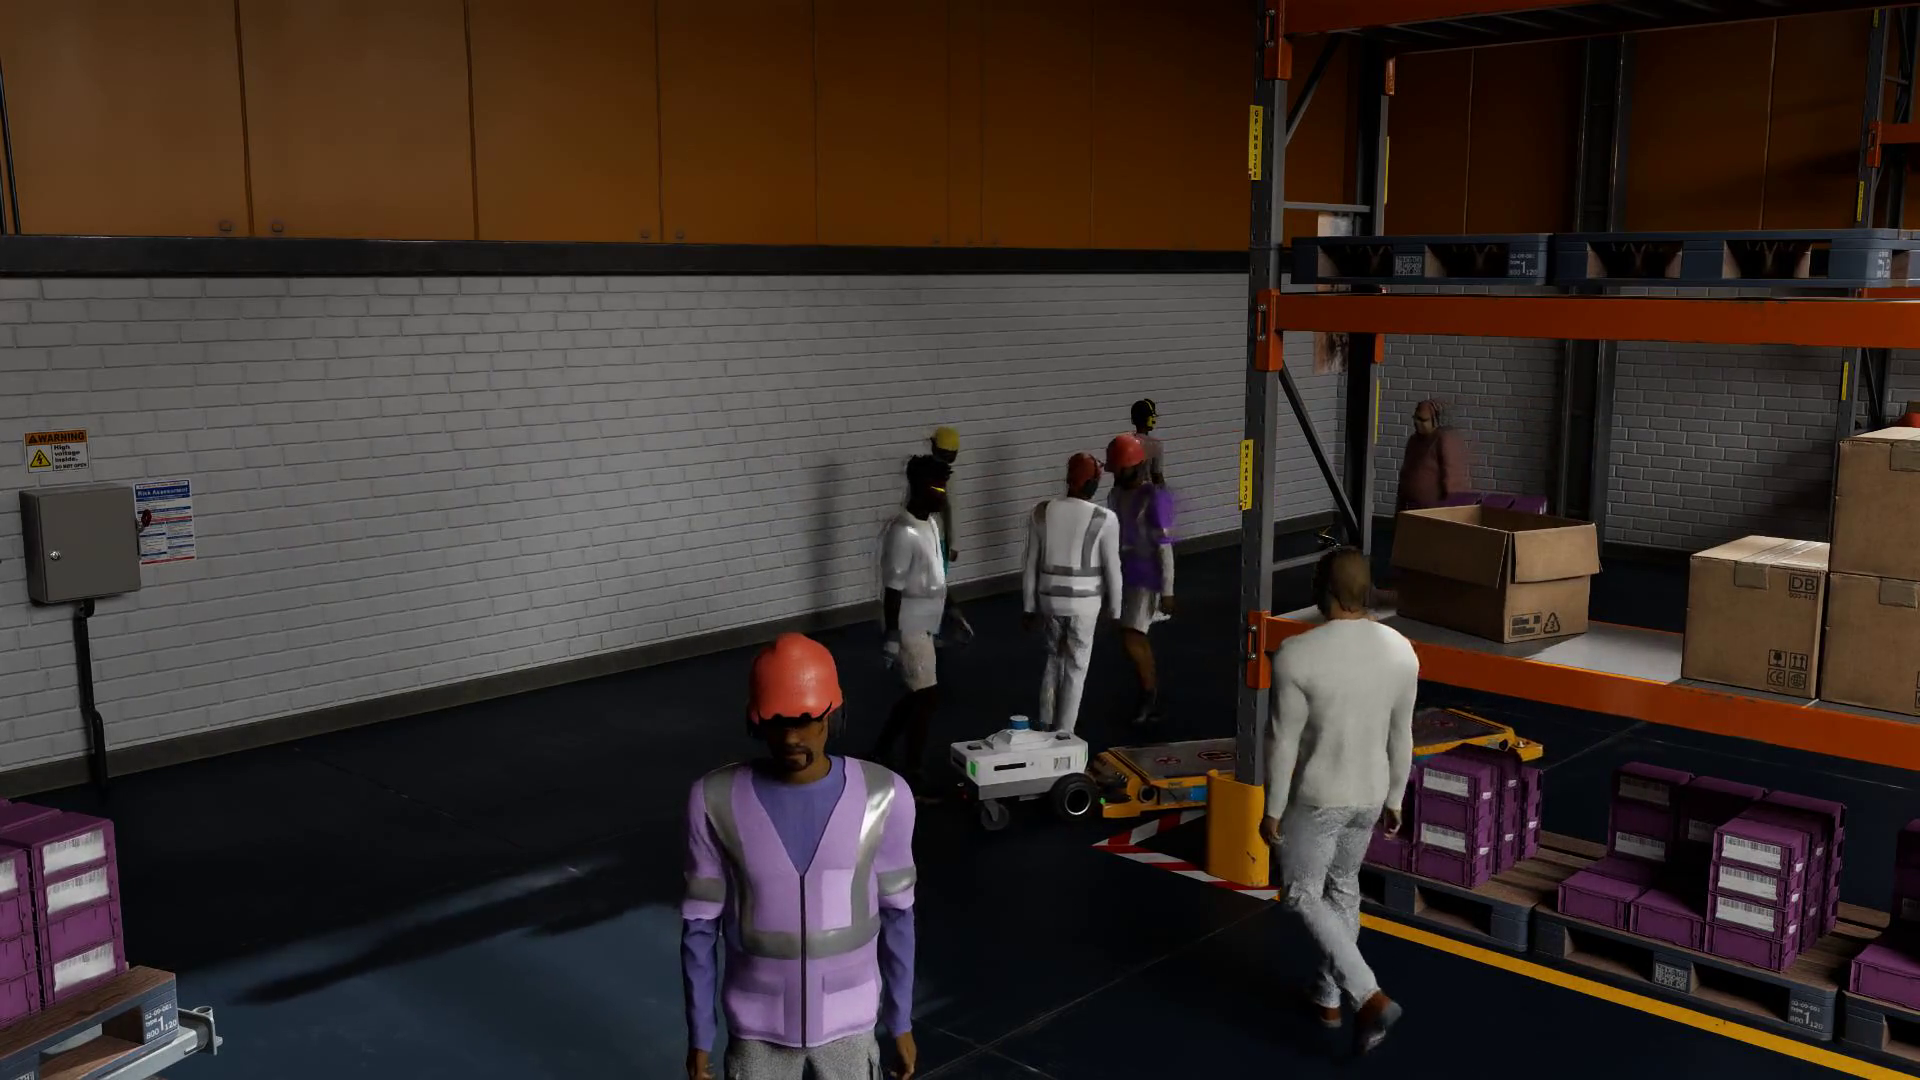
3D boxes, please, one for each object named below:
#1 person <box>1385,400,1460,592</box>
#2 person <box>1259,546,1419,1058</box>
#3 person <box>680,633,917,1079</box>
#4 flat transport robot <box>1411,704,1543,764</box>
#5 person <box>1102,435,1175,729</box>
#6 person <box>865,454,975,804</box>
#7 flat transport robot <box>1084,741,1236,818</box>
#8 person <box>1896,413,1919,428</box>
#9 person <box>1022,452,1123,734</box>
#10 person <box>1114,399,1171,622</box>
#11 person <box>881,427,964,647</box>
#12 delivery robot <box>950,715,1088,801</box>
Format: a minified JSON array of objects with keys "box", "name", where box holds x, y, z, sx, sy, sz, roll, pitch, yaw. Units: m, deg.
[{"box":[3.954,-0.282,14.258,1.055,1.840,0.668,-2,10,-14],"name":"person"},{"box":[1.453,0.987,6.224,0.629,1.924,0.710,-4,10,-24],"name":"person"},{"box":[-0.410,1.238,4.318,0.614,2.040,0.391,-1,9,-7],"name":"person"},{"box":[2.701,1.212,9.895,1.431,0.197,0.652,-5,10,-26],"name":"flat transport robot"},{"box":[1.123,0.271,10.649,0.497,1.903,0.598,-5,11,-30],"name":"person"},{"box":[-0.279,0.475,9.317,0.642,1.929,0.626,2,9,12],"name":"person"},{"box":[1.361,1.308,9.304,1.431,0.197,0.652,-2,10,-15],"name":"flat transport robot"},{"box":[6.328,0.151,11.123,0.608,1.996,0.382,-5,10,-27],"name":"person"},{"box":[0.685,0.398,9.987,0.597,1.870,0.428,4,10,25],"name":"person"},{"box":[1.525,-0.247,13.944,0.521,1.874,0.328,8,12,40],"name":"person"},{"box":[-0.273,-0.004,12.891,0.574,1.727,0.615,9,13,43],"name":"person"},{"box":[0.314,1.184,8.908,0.707,0.478,0.477,-4,10,-21],"name":"delivery robot"}]
